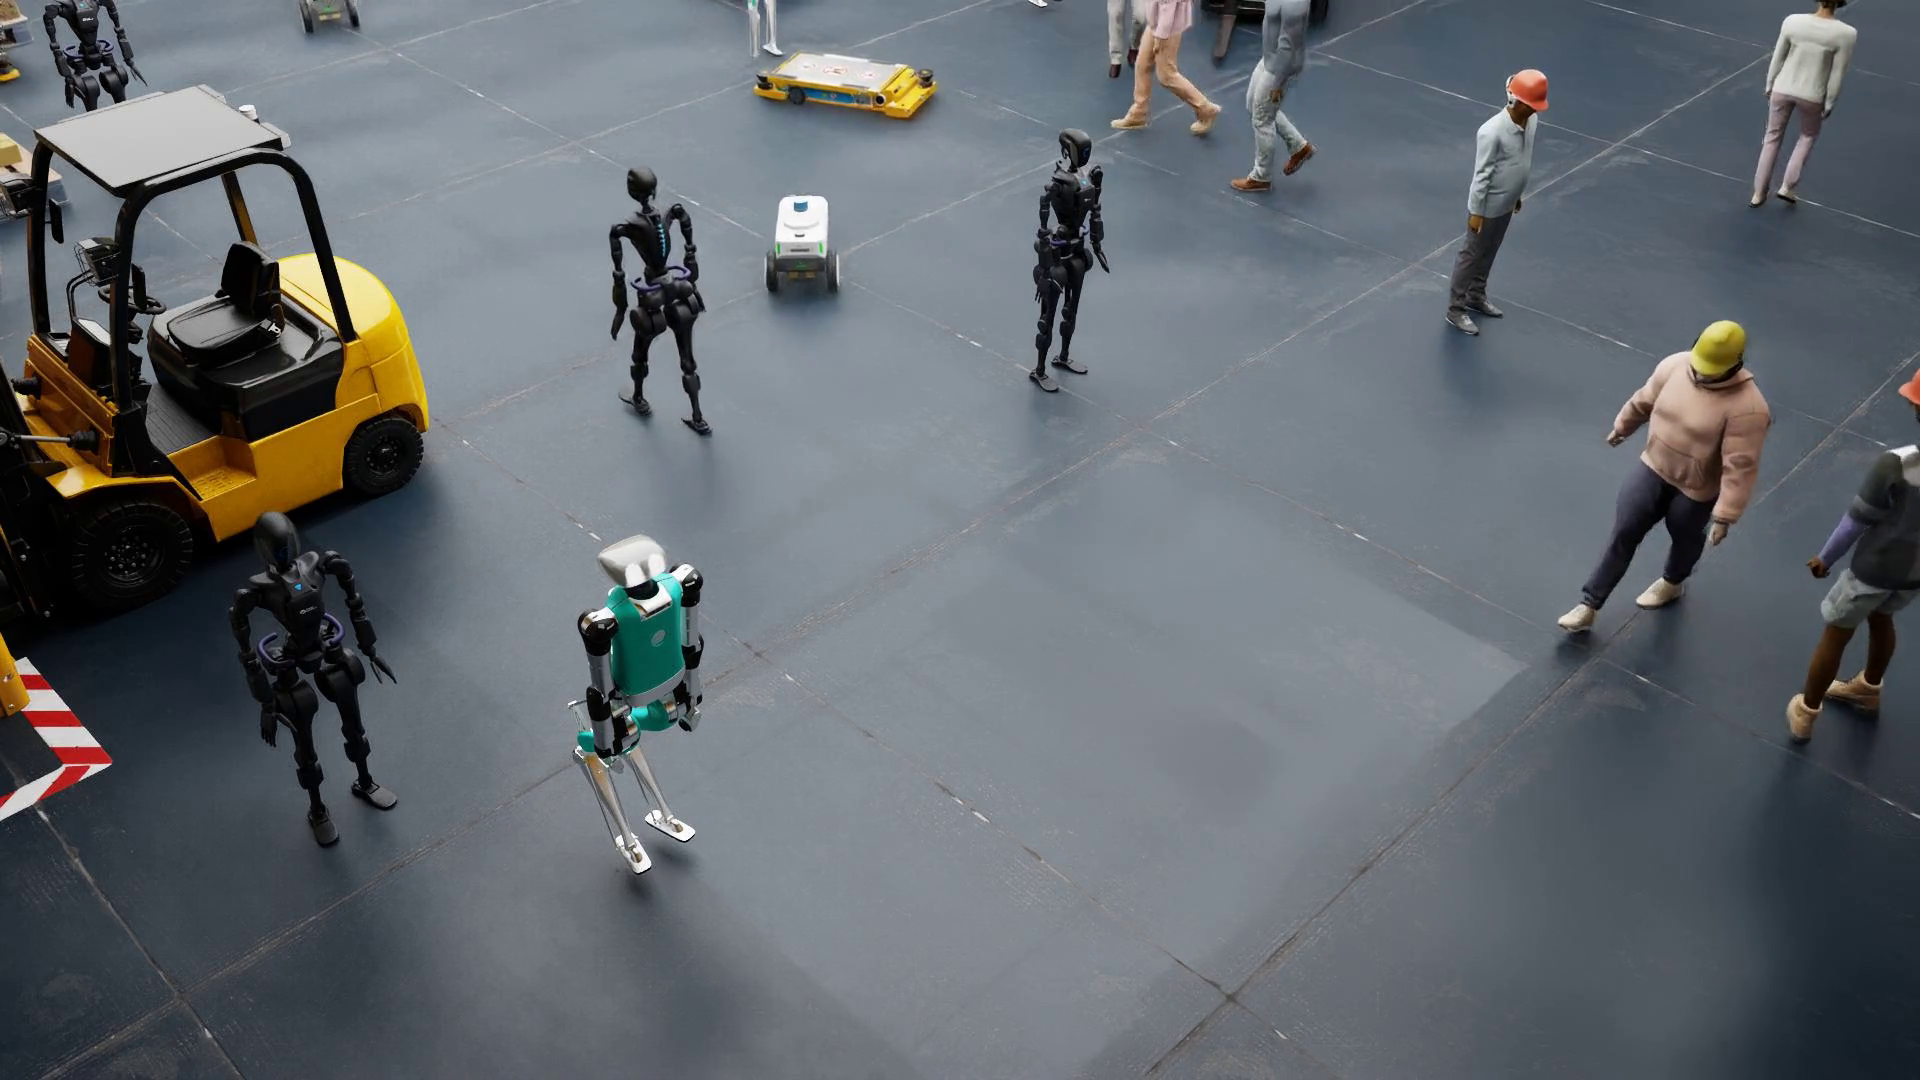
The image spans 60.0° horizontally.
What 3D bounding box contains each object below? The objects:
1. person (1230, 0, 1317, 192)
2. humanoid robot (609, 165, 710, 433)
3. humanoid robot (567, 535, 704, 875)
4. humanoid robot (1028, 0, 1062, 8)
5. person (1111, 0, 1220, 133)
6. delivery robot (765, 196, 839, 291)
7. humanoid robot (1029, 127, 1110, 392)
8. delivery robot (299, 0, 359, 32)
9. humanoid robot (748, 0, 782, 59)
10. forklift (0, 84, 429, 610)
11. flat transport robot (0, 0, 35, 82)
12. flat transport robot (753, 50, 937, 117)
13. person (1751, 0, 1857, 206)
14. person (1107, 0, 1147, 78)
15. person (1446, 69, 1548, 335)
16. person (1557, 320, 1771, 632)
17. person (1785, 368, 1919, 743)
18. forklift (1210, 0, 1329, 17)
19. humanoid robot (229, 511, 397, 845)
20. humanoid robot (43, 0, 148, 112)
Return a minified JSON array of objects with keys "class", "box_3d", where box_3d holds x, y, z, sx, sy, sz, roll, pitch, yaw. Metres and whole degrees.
[{"class":"person","box_3d":[2.385,-3.482,12.278,0.537,1.919,0.638,3,37,4]},{"class":"humanoid robot","box_3d":[-1.791,-1.429,9.752,0.601,1.629,0.720,-27,44,-31]},{"class":"humanoid robot","box_3d":[-1.392,0.612,6.839,0.533,1.677,0.735,-31,47,-34]},{"class":"humanoid robot","box_3d":[0.763,-5.880,15.529,0.533,1.677,0.735,-31,47,-34]},{"class":"person","box_3d":[1.681,-4.060,13.188,0.800,1.757,0.532,-1,37,-1]},{"class":"delivery robot","box_3d":[-1.093,-2.074,11.551,0.499,0.614,0.817,-1,37,-1]},{"class":"humanoid robot","box_3d":[0.658,-1.720,10.111,0.599,1.657,0.315,-31,47,-34]},{"class":"delivery robot","box_3d":[-5.993,-5.150,15.645,0.499,0.587,0.772,-15,39,-19]},{"class":"humanoid robot","box_3d":[-1.685,-5.062,14.600,0.553,1.832,0.763,-12,38,-16]},{"class":"forklift","box_3d":[-4.145,-1.093,8.856,2.313,2.155,1.214,-31,47,-34]},{"class":"flat transport robot","box_3d":[-8.960,-4.242,14.676,1.431,0.231,0.659,27,45,32]},{"class":"flat transport robot","box_3d":[-0.982,-3.902,14.220,1.431,0.231,0.659,13,39,16]},{"class":"person","box_3d":[6.138,-3.269,12.137,0.524,1.754,0.387,23,43,28]},{"class":"person","box_3d":[1.446,-4.862,14.245,0.573,1.772,0.423,7,37,9]},{"class":"person","box_3d":[3.471,-2.183,10.686,0.563,1.740,0.347,-29,45,-33]},{"class":"person","box_3d":[3.446,-0.303,8.120,0.945,1.798,0.857,-24,43,-29]},{"class":"person","box_3d":[4.153,0.070,7.443,0.605,2.021,0.427,-9,38,-12]},{"class":"forklift","box_3d":[3.106,-6.400,15.960,1.214,2.155,2.313,8,37,10]},{"class":"humanoid robot","box_3d":[-2.728,0.564,7.057,0.599,1.653,0.315,-31,47,-34]},{"class":"humanoid robot","box_3d":[-6.502,-3.542,12.553,0.599,1.653,0.315,-31,47,-34]}]
